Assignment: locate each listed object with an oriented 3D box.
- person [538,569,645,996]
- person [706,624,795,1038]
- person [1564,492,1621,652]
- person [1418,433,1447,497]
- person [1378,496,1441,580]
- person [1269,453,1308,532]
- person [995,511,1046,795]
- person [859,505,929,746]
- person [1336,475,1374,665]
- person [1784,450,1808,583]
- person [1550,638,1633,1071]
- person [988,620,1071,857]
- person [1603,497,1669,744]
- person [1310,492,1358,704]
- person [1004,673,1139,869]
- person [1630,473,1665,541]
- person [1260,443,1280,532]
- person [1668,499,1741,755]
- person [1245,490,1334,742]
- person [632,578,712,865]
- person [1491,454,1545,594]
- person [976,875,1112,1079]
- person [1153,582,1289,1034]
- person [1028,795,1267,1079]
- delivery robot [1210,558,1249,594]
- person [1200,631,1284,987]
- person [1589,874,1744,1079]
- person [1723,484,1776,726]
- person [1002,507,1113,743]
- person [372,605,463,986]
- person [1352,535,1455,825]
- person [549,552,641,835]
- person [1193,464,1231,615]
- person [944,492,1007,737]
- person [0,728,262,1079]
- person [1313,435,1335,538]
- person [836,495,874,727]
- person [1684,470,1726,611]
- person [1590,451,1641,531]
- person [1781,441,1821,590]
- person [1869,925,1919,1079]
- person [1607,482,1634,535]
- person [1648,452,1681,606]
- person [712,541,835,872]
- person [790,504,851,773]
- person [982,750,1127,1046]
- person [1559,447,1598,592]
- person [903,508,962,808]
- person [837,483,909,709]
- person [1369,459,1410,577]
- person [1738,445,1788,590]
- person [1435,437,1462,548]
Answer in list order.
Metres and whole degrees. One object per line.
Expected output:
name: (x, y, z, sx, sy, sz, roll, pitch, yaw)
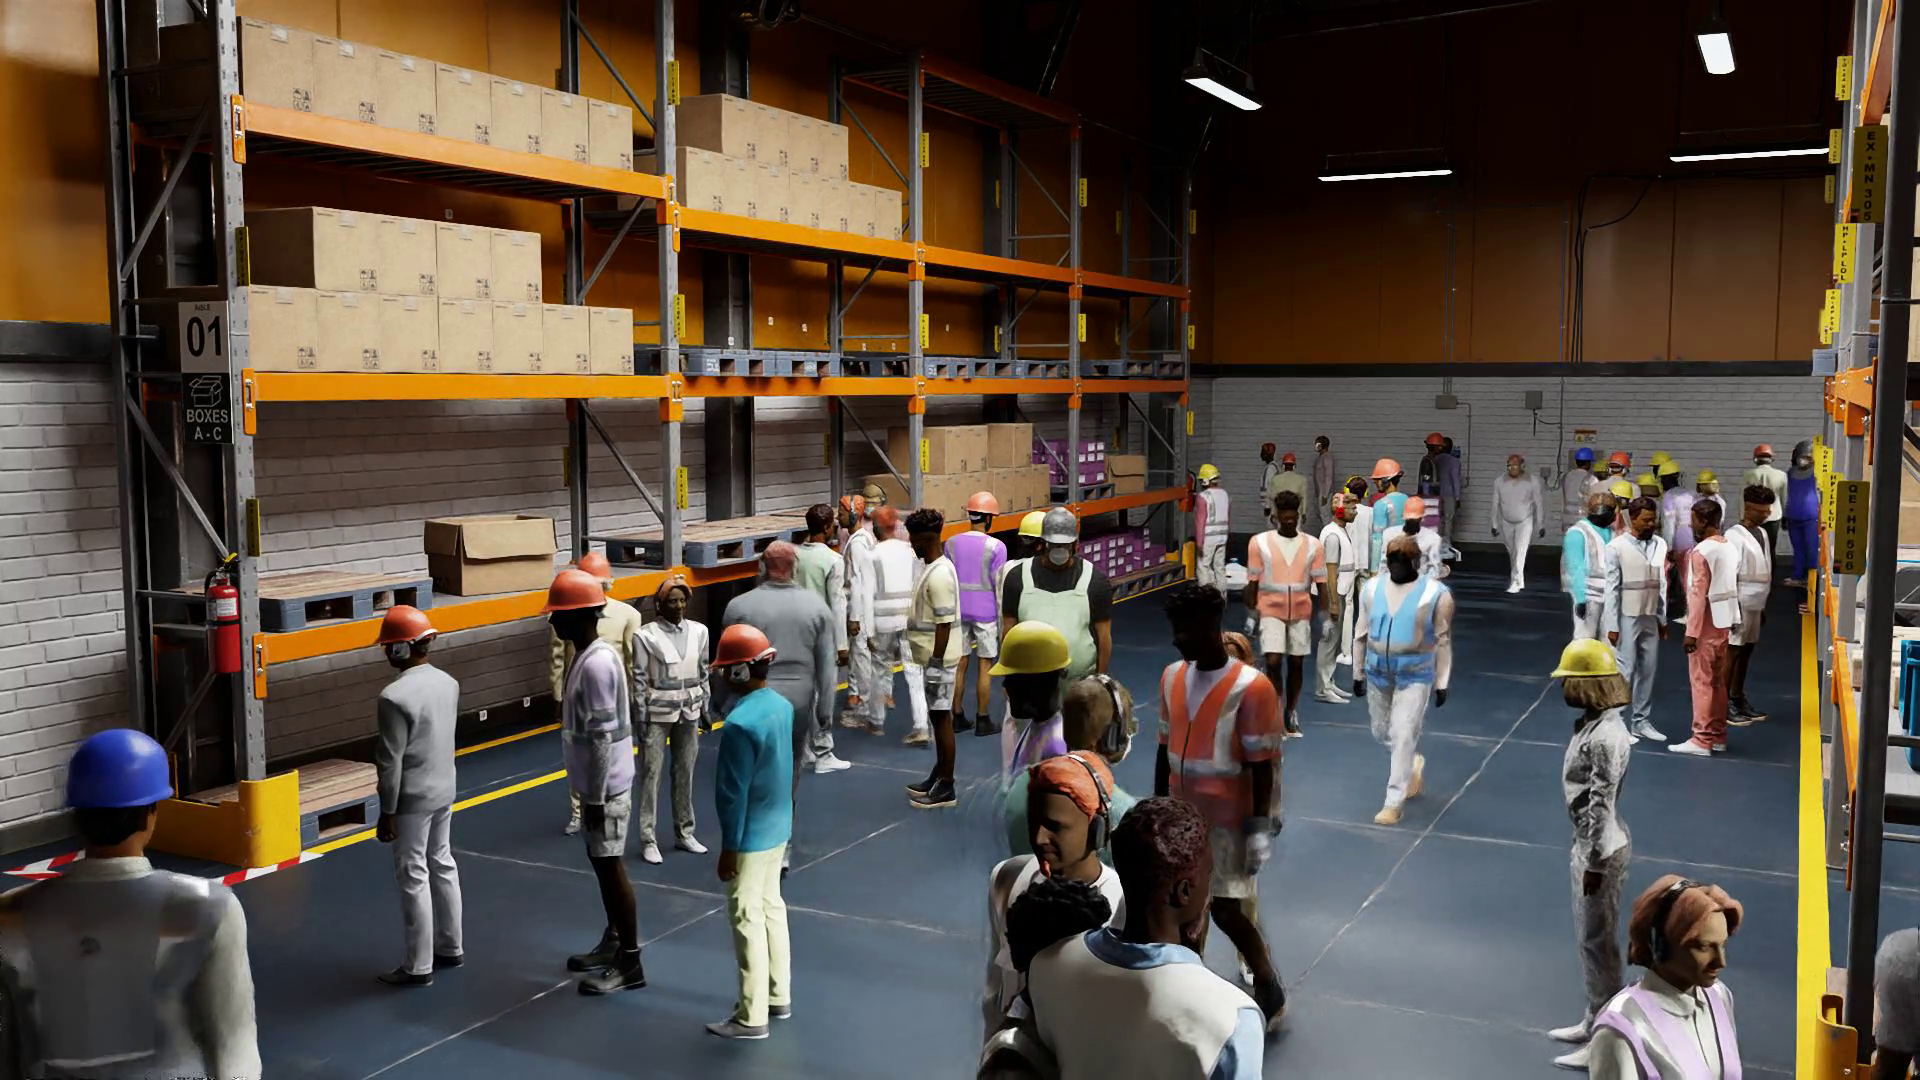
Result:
person: (-1.695, 1.091, 7.605, 0.421, 1.924, 0.561, -2, 6, -20)
person: (-0.900, 1.225, 7.096, 0.348, 1.740, 0.574, 1, 5, 14)
person: (5.535, 0.497, 14.483, 0.654, 1.839, 0.429, -3, 6, -25)
person: (7.206, -0.620, 25.407, 0.418, 2.035, 0.609, 2, 6, 23)
person: (4.176, 0.447, 15.511, 0.573, 1.723, 0.431, 2, 6, 22)
person: (4.877, -0.421, 24.727, 0.563, 1.752, 0.341, 0, 5, 4)
person: (0.486, 0.769, 11.071, 0.390, 1.920, 0.587, -5, 7, -41)
person: (-0.494, 0.653, 12.796, 0.575, 1.845, 0.934, -2, 6, -23)
person: (3.891, 0.296, 16.396, 0.511, 1.872, 0.329, -1, 5, -12)
person: (11.708, -0.340, 23.073, 0.397, 1.910, 0.587, 1, 5, 10)
person: (2.550, 1.261, 6.752, 0.335, 1.735, 0.492, 1, 6, 16)
person: (0.298, 1.242, 5.973, 0.397, 1.920, 0.586, 0, 5, -3)
person: (5.197, 0.613, 12.824, 0.598, 1.906, 0.404, -3, 6, -26)
person: (3.241, 0.498, 14.440, 0.392, 1.836, 0.561, 2, 6, 18)
person: (0.283, 1.344, 4.949, 0.947, 1.903, 0.643, -4, 7, -36)
person: (8.013, 0.086, 19.409, 0.499, 1.732, 0.346, -2, 6, -20)
person: (4.753, -0.544, 25.451, 0.363, 1.878, 0.567, 1, 5, 12)
person: (5.595, 0.650, 12.418, 0.405, 1.909, 0.595, 5, 7, 45)
person: (2.560, 0.591, 12.849, 0.655, 1.933, 0.597, 0, 5, -3)
person: (-1.673, 1.035, 9.665, 0.515, 1.641, 0.314, -4, 7, -40)
person: (7.463, -0.231, 22.219, 0.672, 1.854, 1.018, 4, 7, 36)
person: (0.184, 1.568, 3.658, 0.319, 1.692, 0.533, 1, 5, 15)
person: (1.096, 1.149, 6.997, 0.599, 1.929, 0.655, -4, 7, -37)
person: (0.389, 1.477, 3.437, 0.383, 1.918, 0.597, -5, 7, -44)
delivery robot: (3.447, 0.474, 20.980, 0.707, 0.478, 0.477, 1, 5, 6)
person: (1.230, 1.228, 7.627, 0.499, 1.634, 0.279, 0, 5, 5)
person: (1.617, 1.578, 3.844, 0.523, 1.636, 0.311, -4, 7, -40)
person: (6.399, 0.520, 13.521, 0.609, 1.957, 0.391, -5, 7, -41)
person: (0.579, 0.797, 10.101, 0.679, 2.000, 0.535, 1, 5, 8)
person: (-2.531, 1.170, 7.693, 0.351, 1.744, 0.557, 1, 5, 11)
person: (2.842, 0.858, 10.652, 0.634, 1.816, 0.810, 4, 7, 39)
person: (-2.220, 0.940, 10.144, 0.568, 1.743, 0.361, 0, 5, 0)
person: (2.987, 0.005, 19.825, 0.614, 1.824, 0.404, -5, 7, -44)
person: (0.145, 0.581, 13.071, 0.549, 1.924, 0.386, 3, 6, 29)
person: (-1.989, 1.424, 3.977, 0.641, 1.937, 0.455, -1, 5, -11)
person: (5.934, -0.744, 27.230, 0.370, 1.939, 0.631, 0, 5, -2)
person: (-0.822, 0.569, 13.459, 0.354, 1.876, 0.574, 0, 5, -2)
person: (8.960, 0.029, 19.998, 0.315, 1.737, 0.485, -2, 6, -18)
person: (7.683, -0.046, 19.497, 0.408, 1.983, 0.615, -5, 7, -44)
person: (11.362, -0.345, 22.390, 0.560, 2.000, 0.710, -3, 6, -31)
person: (2.371, 1.487, 3.807, 0.548, 1.827, 0.441, 3, 6, 26)
person: (6.801, 0.274, 17.240, 0.324, 1.760, 0.523, 1, 6, 16)
person: (8.748, -0.137, 20.752, 0.592, 1.925, 0.385, -5, 7, -41)
person: (-1.074, 0.937, 9.642, 0.638, 1.849, 1.028, -2, 6, -22)
person: (-1.029, 0.698, 11.853, 0.587, 1.913, 0.398, 5, 7, 45)
person: (0.284, 1.439, 4.100, 0.576, 1.877, 0.350, 5, 7, 45)
person: (8.184, -0.251, 21.943, 0.420, 1.939, 0.609, -3, 6, -26)
person: (-0.177, 0.765, 10.889, 0.387, 1.958, 0.600, 0, 5, -2)
person: (-0.742, 0.476, 14.128, 0.627, 1.934, 0.372, 0, 5, -2)
person: (4.214, 0.219, 16.371, 0.607, 2.035, 0.407, -5, 7, -42)
person: (10.877, -0.312, 22.556, 0.627, 1.935, 0.909, 2, 6, 22)
person: (7.717, -0.681, 26.542, 0.355, 1.938, 0.637, -4, 7, -39)
